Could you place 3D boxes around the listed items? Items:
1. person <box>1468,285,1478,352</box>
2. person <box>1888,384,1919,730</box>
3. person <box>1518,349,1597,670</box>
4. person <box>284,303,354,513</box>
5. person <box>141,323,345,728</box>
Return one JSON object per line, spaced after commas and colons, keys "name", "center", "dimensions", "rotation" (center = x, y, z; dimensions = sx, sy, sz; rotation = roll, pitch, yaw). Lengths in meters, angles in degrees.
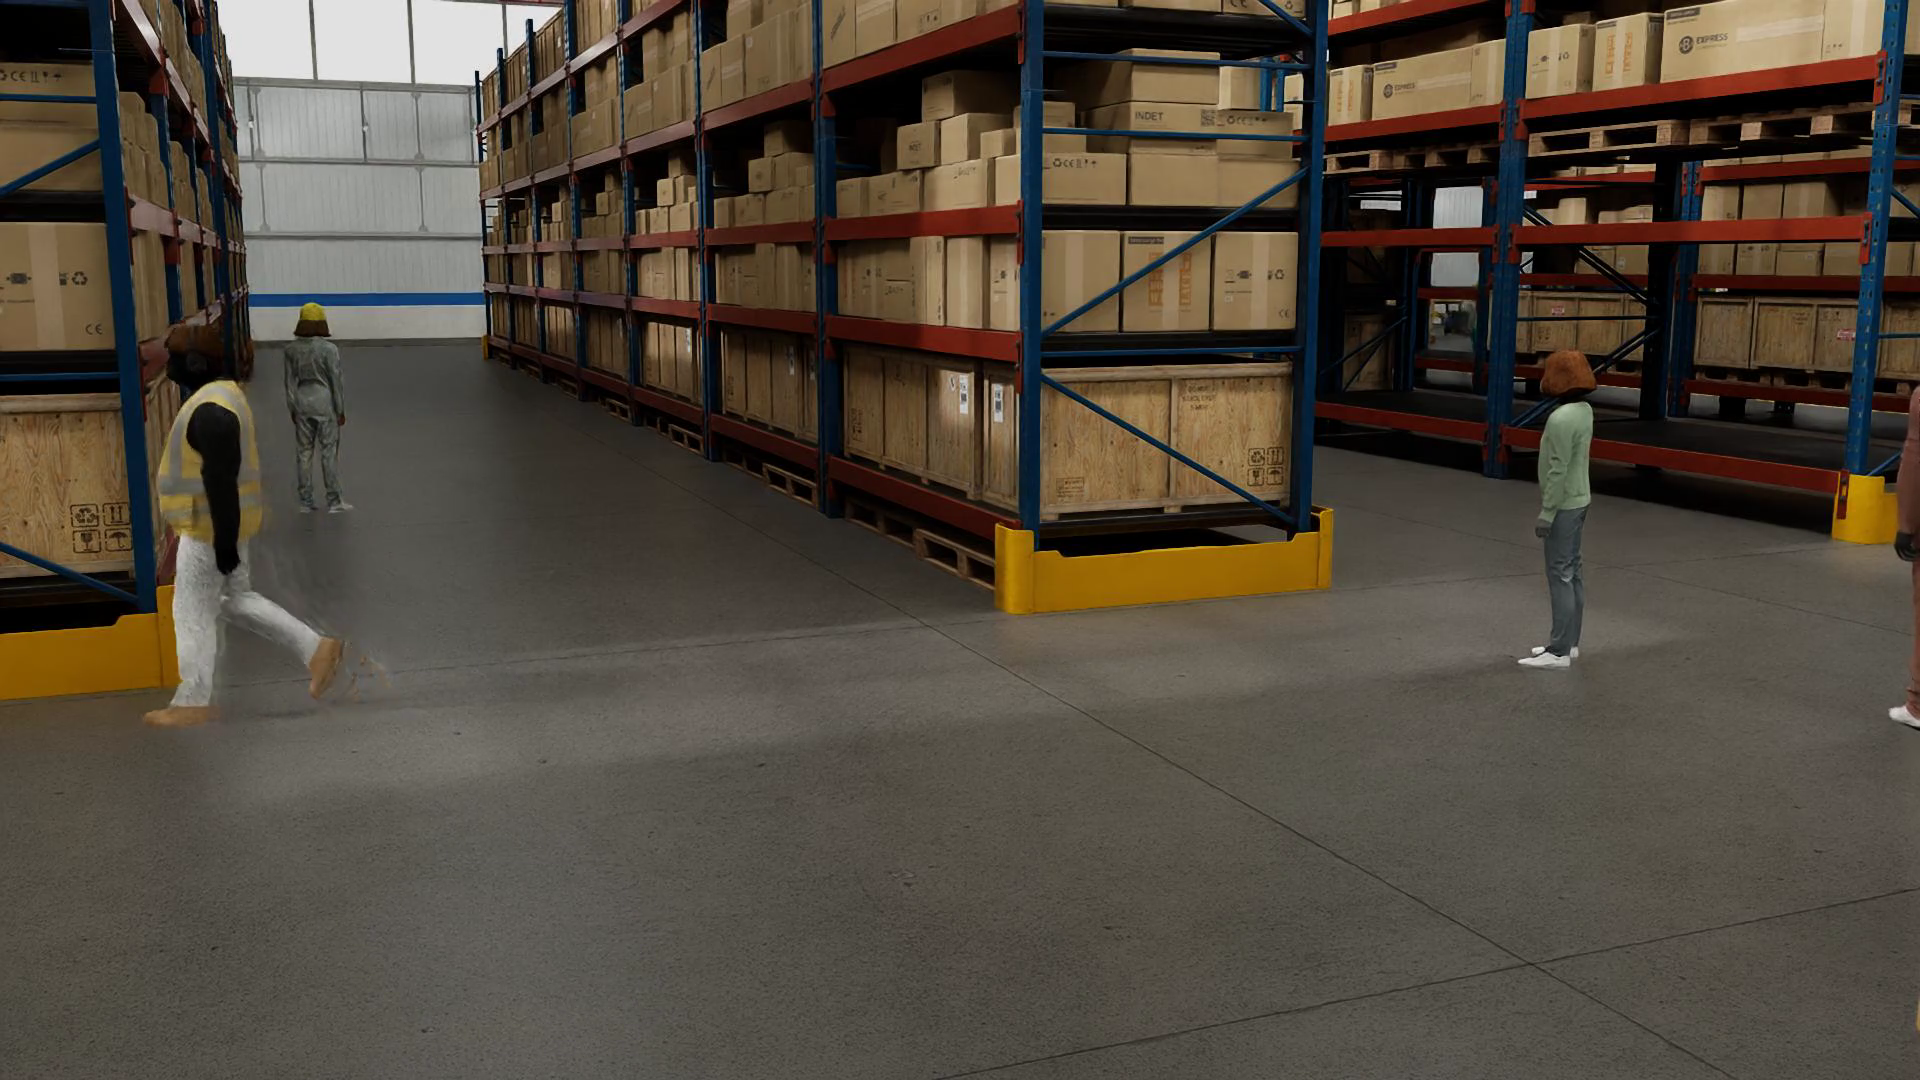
{"name": "person", "center": [9.433, -3.814, 30.054], "dimensions": [0.557, 1.751, 0.368], "rotation": [-3, 10, -18]}
{"name": "person", "center": [4.443, -0.088, 7.330], "dimensions": [0.648, 1.898, 0.395], "rotation": [1, 10, 7]}
{"name": "person", "center": [3.071, -0.154, 8.512], "dimensions": [0.280, 1.633, 0.500], "rotation": [6, 11, 33]}
{"name": "person", "center": [-5.328, -1.091, 13.800], "dimensions": [0.494, 1.741, 0.314], "rotation": [1, 10, 8]}
{"name": "person", "center": [-3.276, -0.071, 7.503], "dimensions": [0.802, 1.816, 0.624], "rotation": [-3, 10, -20]}
